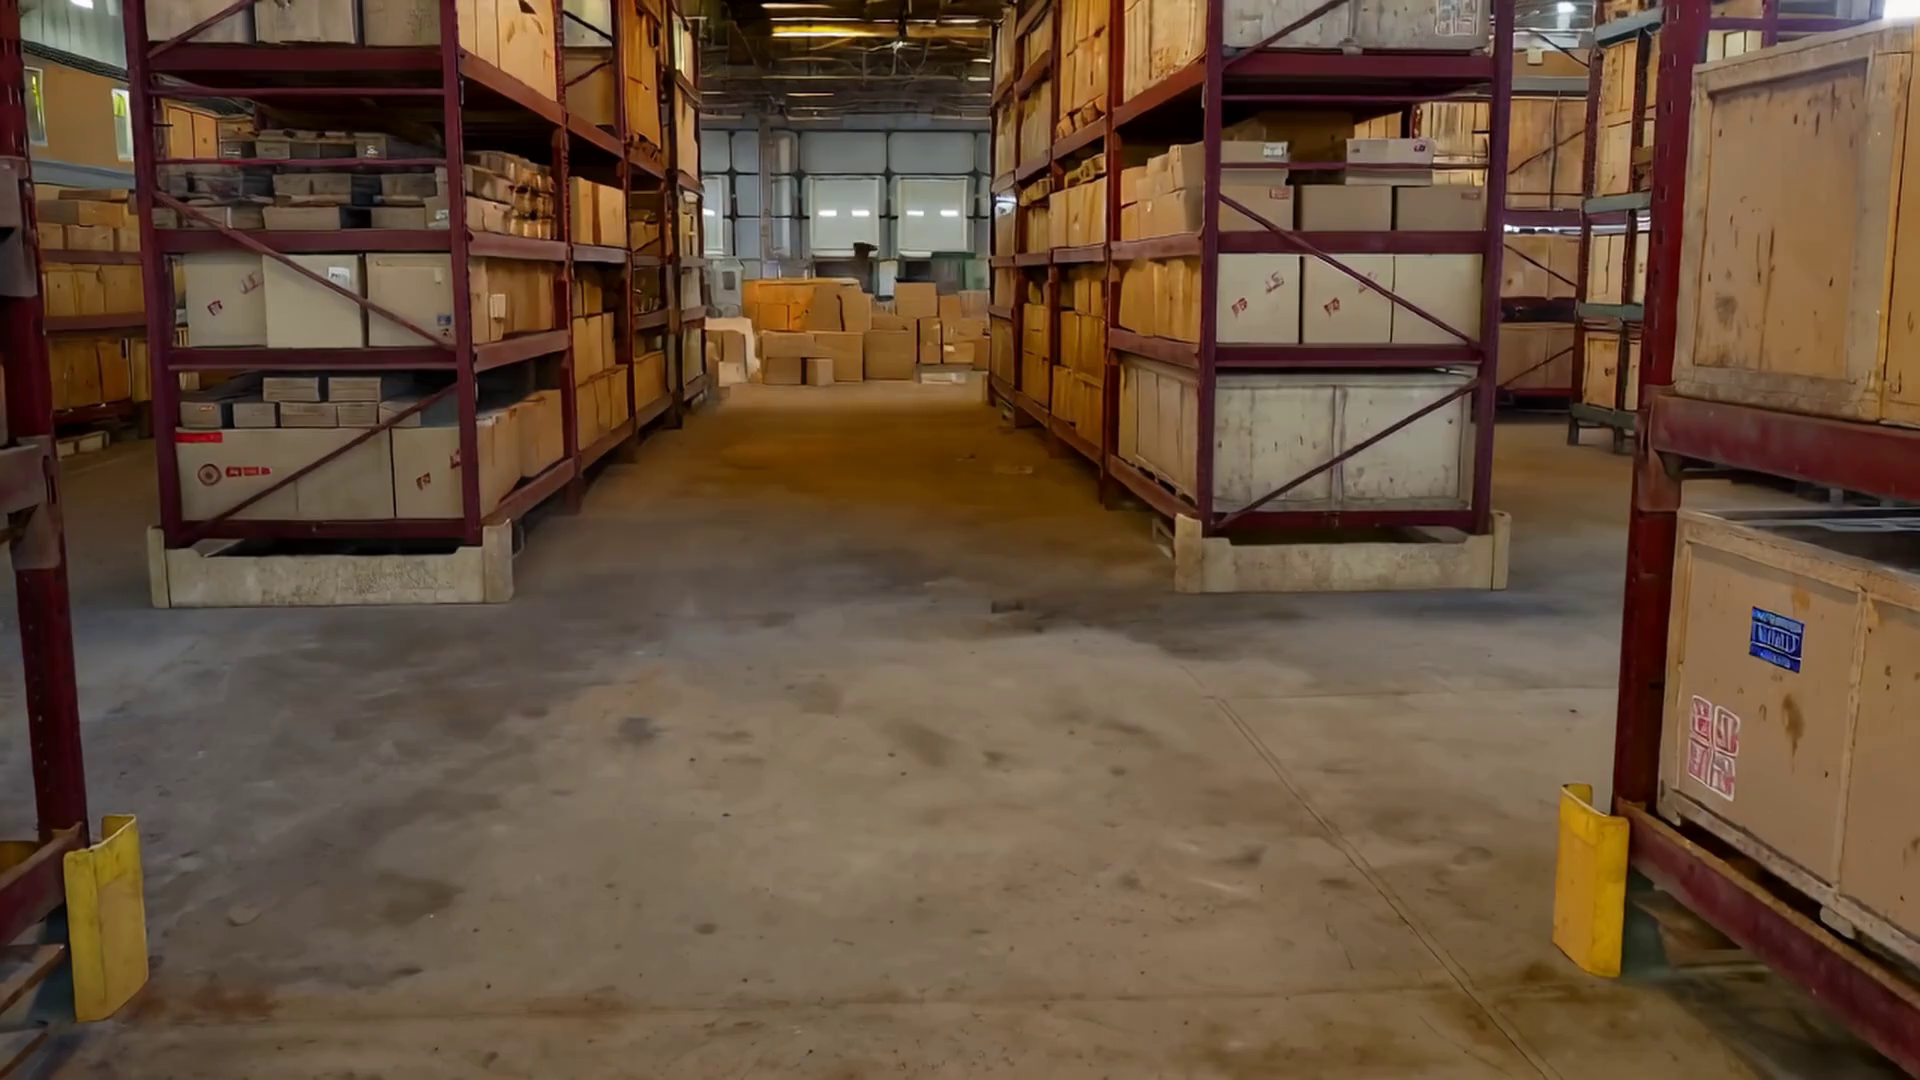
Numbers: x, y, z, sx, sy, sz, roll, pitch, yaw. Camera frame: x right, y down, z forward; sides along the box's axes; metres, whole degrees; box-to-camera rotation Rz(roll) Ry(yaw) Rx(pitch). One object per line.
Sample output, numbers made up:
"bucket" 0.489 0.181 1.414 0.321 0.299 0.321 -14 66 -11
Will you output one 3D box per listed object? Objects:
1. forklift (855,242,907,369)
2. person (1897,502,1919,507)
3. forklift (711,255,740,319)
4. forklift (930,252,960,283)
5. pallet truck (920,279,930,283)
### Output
"forklift" -2.109 -5.143 36.625 1.873 2.768 1.129 -1 9 -5
"person" 3.655 0.138 6.223 1.000 1.994 0.633 0 9 -2
"forklift" -8.400 -8.787 59.502 1.129 2.768 1.873 -1 9 -4
"forklift" -0.462 -7.660 52.429 1.129 2.768 1.873 -6 11 -32
"pallet truck" -0.932 -8.922 63.114 1.885 1.965 0.823 2 9 13
